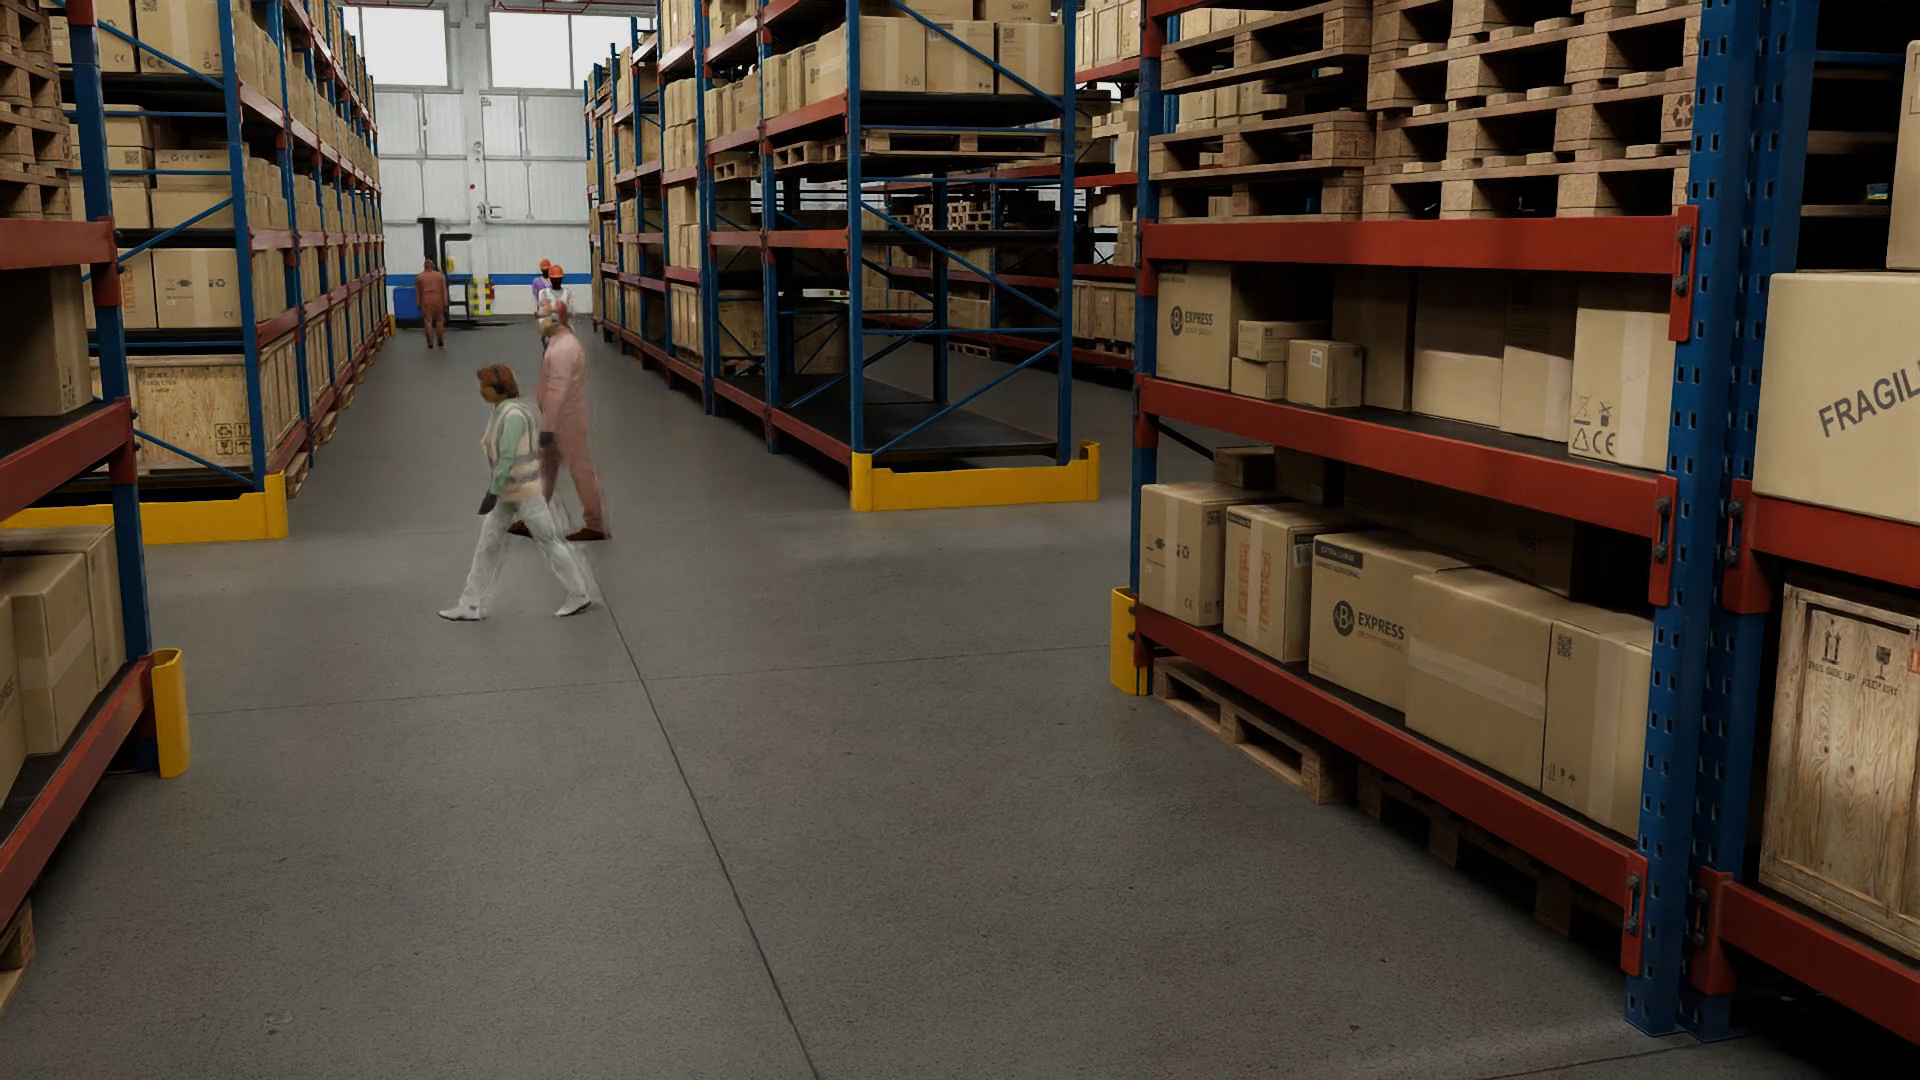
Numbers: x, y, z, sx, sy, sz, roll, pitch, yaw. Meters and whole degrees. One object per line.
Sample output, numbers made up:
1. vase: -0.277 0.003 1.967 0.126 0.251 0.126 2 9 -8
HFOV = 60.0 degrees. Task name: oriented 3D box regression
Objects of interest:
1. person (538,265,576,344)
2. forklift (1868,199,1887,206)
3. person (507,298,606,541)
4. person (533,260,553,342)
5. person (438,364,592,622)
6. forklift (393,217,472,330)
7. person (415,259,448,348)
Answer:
1. person: -5.954 -3.102 24.659 0.547 1.938 0.377 -4 11 -20
2. forklift: 11.338 -2.915 21.052 1.129 2.768 1.873 -3 11 -17
3. person: -3.181 -0.905 12.782 0.904 1.868 0.679 -2 11 -13
4. person: -8.084 -4.531 32.635 0.559 1.886 0.914 -4 11 -19
5. person: -2.715 -0.284 10.186 0.915 1.585 0.509 -7 13 -35
6. forklift: -13.373 -6.739 42.011 1.873 2.768 1.129 -3 11 -17
7. person: -11.286 -5.054 35.565 0.653 1.857 0.962 -3 11 -15
